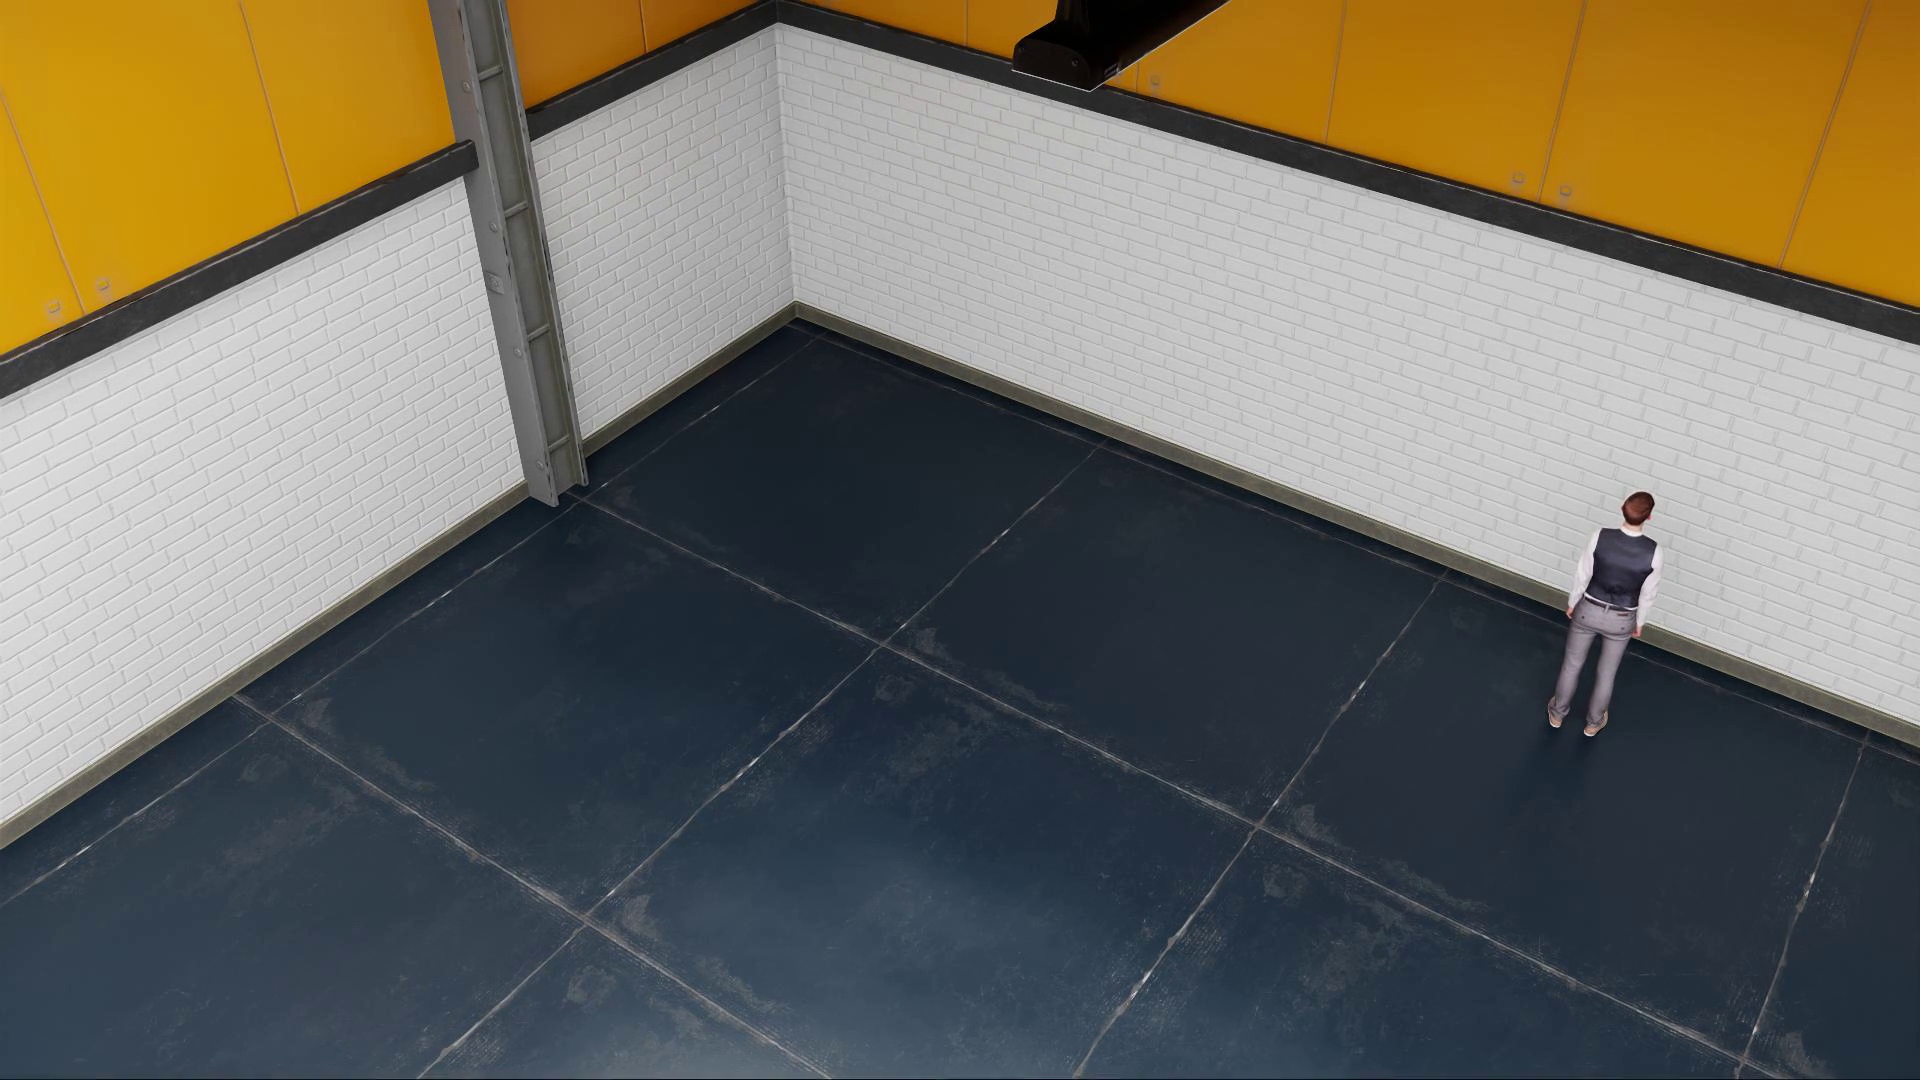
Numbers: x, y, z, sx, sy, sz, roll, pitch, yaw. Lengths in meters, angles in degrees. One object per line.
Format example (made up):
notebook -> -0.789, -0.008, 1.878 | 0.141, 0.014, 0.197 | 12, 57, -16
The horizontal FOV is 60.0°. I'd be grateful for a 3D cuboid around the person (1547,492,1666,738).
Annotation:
person -> 4.172, 0.472, 10.735 | 0.682, 1.938, 0.602 | 18, 42, 21
